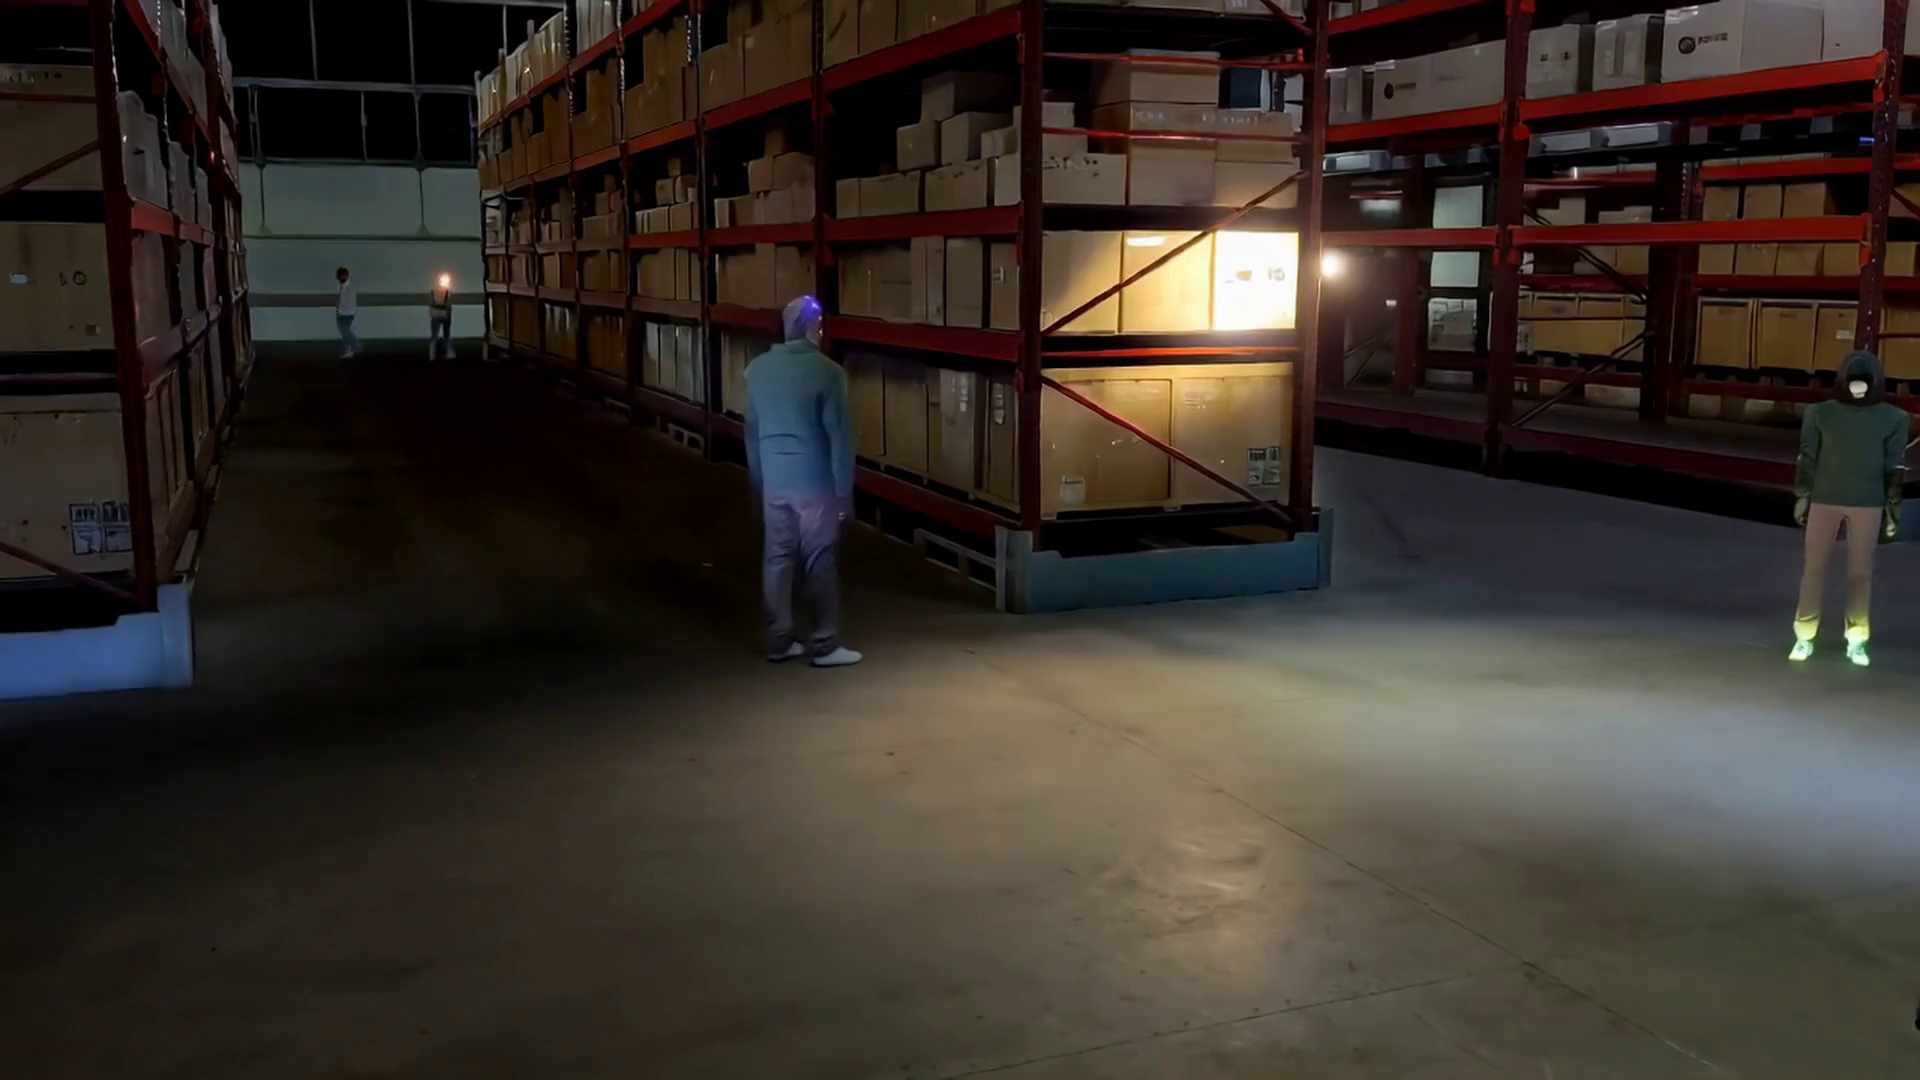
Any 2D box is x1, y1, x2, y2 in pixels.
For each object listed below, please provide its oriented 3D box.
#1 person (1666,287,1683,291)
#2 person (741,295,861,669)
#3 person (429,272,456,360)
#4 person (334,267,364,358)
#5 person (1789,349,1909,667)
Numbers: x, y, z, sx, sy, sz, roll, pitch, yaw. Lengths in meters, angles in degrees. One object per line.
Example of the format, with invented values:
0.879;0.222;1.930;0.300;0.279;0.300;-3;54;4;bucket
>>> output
14.555;-4.564;33.848;0.376;1.995;0.612;-9;13;-43;person
-0.794;-0.295;8.545;0.651;1.906;0.403;6;11;30;person
-11.126;-4.795;35.638;0.557;1.873;1.040;1;10;5;person
-13.259;-4.912;36.003;0.488;1.981;0.616;-6;11;-32;person
4.569;-0.164;8.569;0.498;1.633;0.279;5;10;25;person
